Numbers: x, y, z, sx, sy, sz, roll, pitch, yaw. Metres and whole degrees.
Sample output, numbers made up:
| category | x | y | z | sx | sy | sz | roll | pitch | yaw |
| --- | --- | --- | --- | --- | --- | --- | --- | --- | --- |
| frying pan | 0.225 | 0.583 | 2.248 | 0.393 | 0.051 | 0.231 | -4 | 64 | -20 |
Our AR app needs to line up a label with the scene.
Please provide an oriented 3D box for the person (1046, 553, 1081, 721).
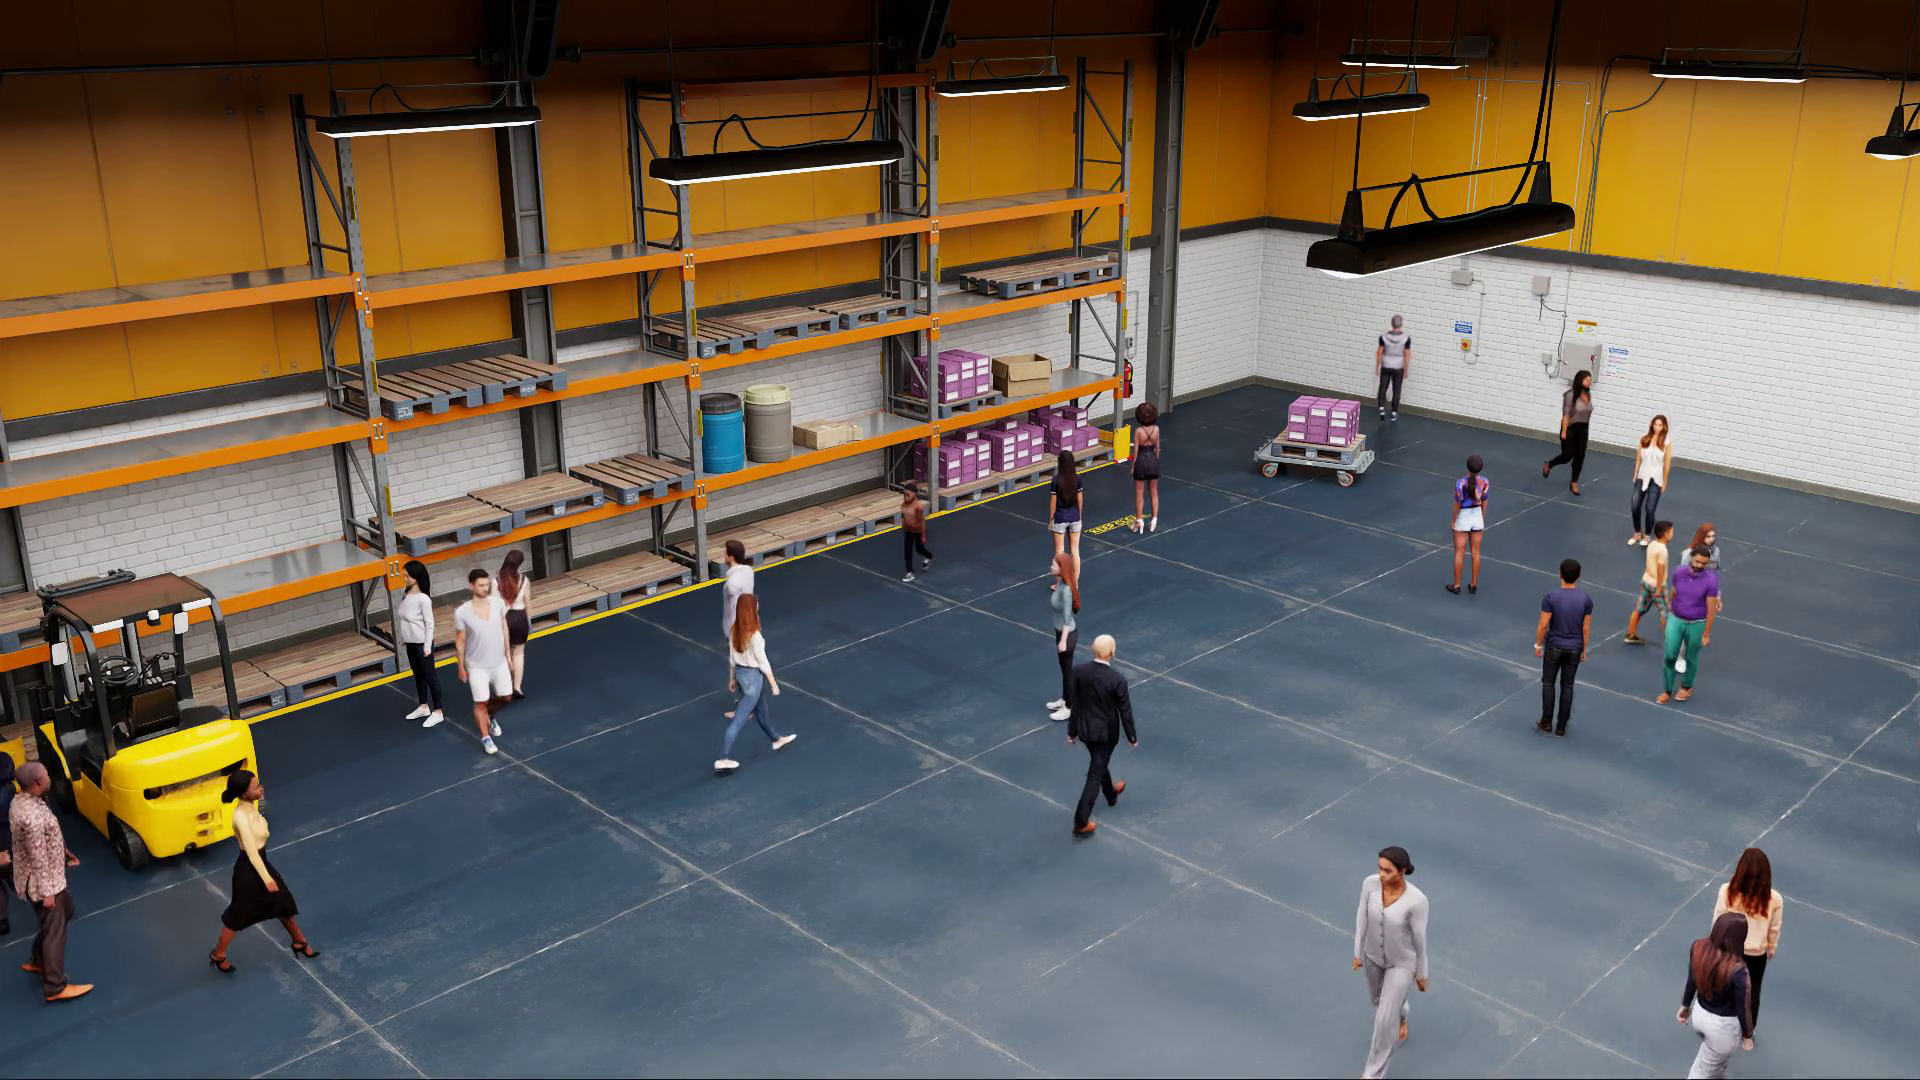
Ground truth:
| category | x | y | z | sx | sy | sz | roll | pitch | yaw |
| --- | --- | --- | --- | --- | --- | --- | --- | --- | --- |
| person | 1.045 | 0.956 | 16.622 | 0.723 | 1.743 | 0.660 | 0 | 19 | 1 |

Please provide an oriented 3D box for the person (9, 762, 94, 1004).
| category | x | y | z | sx | sy | sz | roll | pitch | yaw |
| --- | --- | --- | --- | --- | --- | --- | --- | --- | --- |
| person | -6.746 | 2.464 | 12.073 | 0.795 | 1.788 | 0.763 | -10 | 21 | -27 |

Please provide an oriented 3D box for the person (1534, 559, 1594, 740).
| category | x | y | z | sx | sy | sz | roll | pitch | yaw |
| --- | --- | --- | --- | --- | --- | --- | --- | --- | --- |
| person | 5.888 | 1.069 | 16.231 | 0.762 | 1.779 | 0.790 | 3 | 19 | 9 |

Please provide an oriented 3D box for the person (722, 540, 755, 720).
| category | x | y | z | sx | sy | sz | roll | pitch | yaw |
| --- | --- | --- | --- | --- | --- | --- | --- | --- | --- |
| person | -2.200 | 0.883 | 16.673 | 0.821 | 1.850 | 0.708 | 4 | 19 | 11 |

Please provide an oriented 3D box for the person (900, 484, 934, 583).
| category | x | y | z | sx | sy | sz | roll | pitch | yaw |
| --- | --- | --- | --- | --- | --- | --- | --- | --- | --- |
| person | -0.528 | -0.114 | 20.608 | 0.646 | 1.228 | 0.902 | 12 | 22 | 32 |

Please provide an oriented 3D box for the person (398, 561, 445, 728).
| category | x | y | z | sx | sy | sz | roll | pitch | yaw |
| --- | --- | --- | --- | --- | --- | --- | --- | --- | --- |
| person | -5.362 | 1.010 | 16.530 | 0.636 | 1.700 | 0.588 | 14 | 23 | 36 |

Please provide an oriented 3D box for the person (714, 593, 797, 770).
| category | x | y | z | sx | sy | sz | roll | pitch | yaw |
| --- | --- | --- | --- | --- | --- | --- | --- | --- | --- |
| person | -2.051 | 1.360 | 15.523 | 1.190 | 1.680 | 0.706 | -13 | 23 | -34 |

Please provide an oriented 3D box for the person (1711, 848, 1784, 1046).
| category | x | y | z | sx | sy | sz | roll | pitch | yaw |
| --- | --- | --- | --- | --- | --- | --- | --- | --- | --- |
| person | 5.416 | 2.815 | 11.516 | 0.643 | 1.480 | 0.632 | 9 | 21 | 25 |

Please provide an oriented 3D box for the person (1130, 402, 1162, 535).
| category | x | y | z | sx | sy | sz | roll | pitch | yaw |
| --- | --- | --- | --- | --- | --- | --- | --- | --- | --- |
| person | 2.491 | -0.969 | 22.268 | 0.598 | 1.789 | 0.705 | -7 | 20 | -20 |

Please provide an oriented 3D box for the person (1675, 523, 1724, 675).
| category | x | y | z | sx | sy | sz | roll | pitch | yaw |
| --- | --- | --- | --- | --- | --- | --- | --- | --- | --- |
| person | 7.802 | 0.589 | 17.806 | 0.702 | 1.683 | 0.783 | -7 | 20 | -19 |

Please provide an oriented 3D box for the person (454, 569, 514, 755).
| category | x | y | z | sx | sy | sz | roll | pitch | yaw |
| --- | --- | --- | --- | --- | --- | --- | --- | --- | --- |
| person | -4.591 | 1.129 | 15.964 | 0.714 | 1.835 | 0.790 | -14 | 23 | -35 |

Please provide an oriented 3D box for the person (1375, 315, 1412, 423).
| category | x | y | z | sx | sy | sz | roll | pitch | yaw |
| --- | --- | --- | --- | --- | --- | --- | --- | --- | --- |
| person | 7.207 | -2.837 | 27.775 | 0.962 | 1.814 | 1.120 | 6 | 20 | 17 |

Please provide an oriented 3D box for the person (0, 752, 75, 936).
| category | x | y | z | sx | sy | sz | roll | pitch | yaw |
| --- | --- | --- | --- | --- | --- | --- | --- | --- | --- |
| person | -7.274 | 2.298 | 12.791 | 0.936 | 1.645 | 0.698 | -16 | 24 | -39 |

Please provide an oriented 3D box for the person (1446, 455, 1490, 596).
| category | x | y | z | sx | sy | sz | roll | pitch | yaw |
| --- | --- | --- | --- | --- | --- | --- | --- | --- | --- |
| person | 6.137 | -0.198 | 20.052 | 0.646 | 1.741 | 0.725 | -2 | 19 | -5 |

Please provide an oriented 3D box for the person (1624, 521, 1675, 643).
| category | x | y | z | sx | sy | sz | roll | pitch | yaw |
| --- | --- | --- | --- | --- | --- | --- | --- | --- | --- |
| person | 7.641 | 0.496 | 18.469 | 0.975 | 1.436 | 0.872 | -2 | 19 | -7 |

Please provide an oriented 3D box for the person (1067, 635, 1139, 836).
| category | x | y | z | sx | sy | sz | roll | pitch | yaw |
| --- | --- | --- | --- | --- | --- | --- | --- | --- | --- |
| person | 1.161 | 1.712 | 14.359 | 0.857 | 1.754 | 1.239 | 13 | 22 | 33 |

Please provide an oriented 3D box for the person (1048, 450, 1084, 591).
| category | x | y | z | sx | sy | sz | roll | pitch | yaw |
| --- | --- | --- | --- | --- | --- | --- | --- | --- | --- |
| person | 1.281 | -0.225 | 20.093 | 0.618 | 1.766 | 0.719 | -5 | 19 | -14 |

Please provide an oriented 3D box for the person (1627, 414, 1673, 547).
| category | x | y | z | sx | sy | sz | roll | pitch | yaw |
| --- | --- | --- | --- | --- | --- | --- | --- | --- | --- |
| person | 9.059 | -0.786 | 21.752 | 0.633 | 1.771 | 0.629 | 15 | 24 | 38 |

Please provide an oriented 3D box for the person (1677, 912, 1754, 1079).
| category | x | y | z | sx | sy | sz | roll | pitch | yaw |
| --- | --- | --- | --- | --- | --- | --- | --- | --- | --- |
| person | 4.734 | 3.109 | 10.520 | 1.129 | 1.557 | 0.928 | -6 | 19 | -17 |

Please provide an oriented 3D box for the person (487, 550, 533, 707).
| category | x | y | z | sx | sy | sz | roll | pitch | yaw |
| --- | --- | --- | --- | --- | --- | --- | --- | --- | --- |
| person | -4.611 | 0.911 | 16.957 | 0.540 | 1.614 | 0.833 | -17 | 25 | -41 |

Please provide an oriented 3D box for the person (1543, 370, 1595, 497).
| category | x | y | z | sx | sy | sz | roll | pitch | yaw |
| --- | --- | --- | --- | --- | --- | --- | --- | --- | --- |
| person | 8.775 | -1.558 | 23.962 | 0.949 | 1.824 | 0.928 | -7 | 20 | -20 |

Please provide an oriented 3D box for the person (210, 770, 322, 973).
| category | x | y | z | sx | sy | sz | roll | pitch | yaw |
| --- | --- | --- | --- | --- | --- | --- | --- | --- | --- |
| person | -5.297 | 2.494 | 12.256 | 1.072 | 1.615 | 0.926 | -3 | 19 | -10 |

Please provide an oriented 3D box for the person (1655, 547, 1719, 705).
| category | x | y | z | sx | sy | sz | roll | pitch | yaw |
| --- | --- | --- | --- | --- | --- | --- | --- | --- | --- |
| person | 7.439 | 0.847 | 16.976 | 0.868 | 1.724 | 0.684 | -17 | 25 | -41 |

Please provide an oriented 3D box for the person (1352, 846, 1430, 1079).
| category | x | y | z | sx | sy | sz | roll | pitch | yaw |
| --- | --- | --- | --- | --- | --- | --- | --- | --- | --- |
| person | 2.953 | 2.798 | 11.226 | 0.685 | 1.696 | 1.107 | 16 | 24 | 39 |
